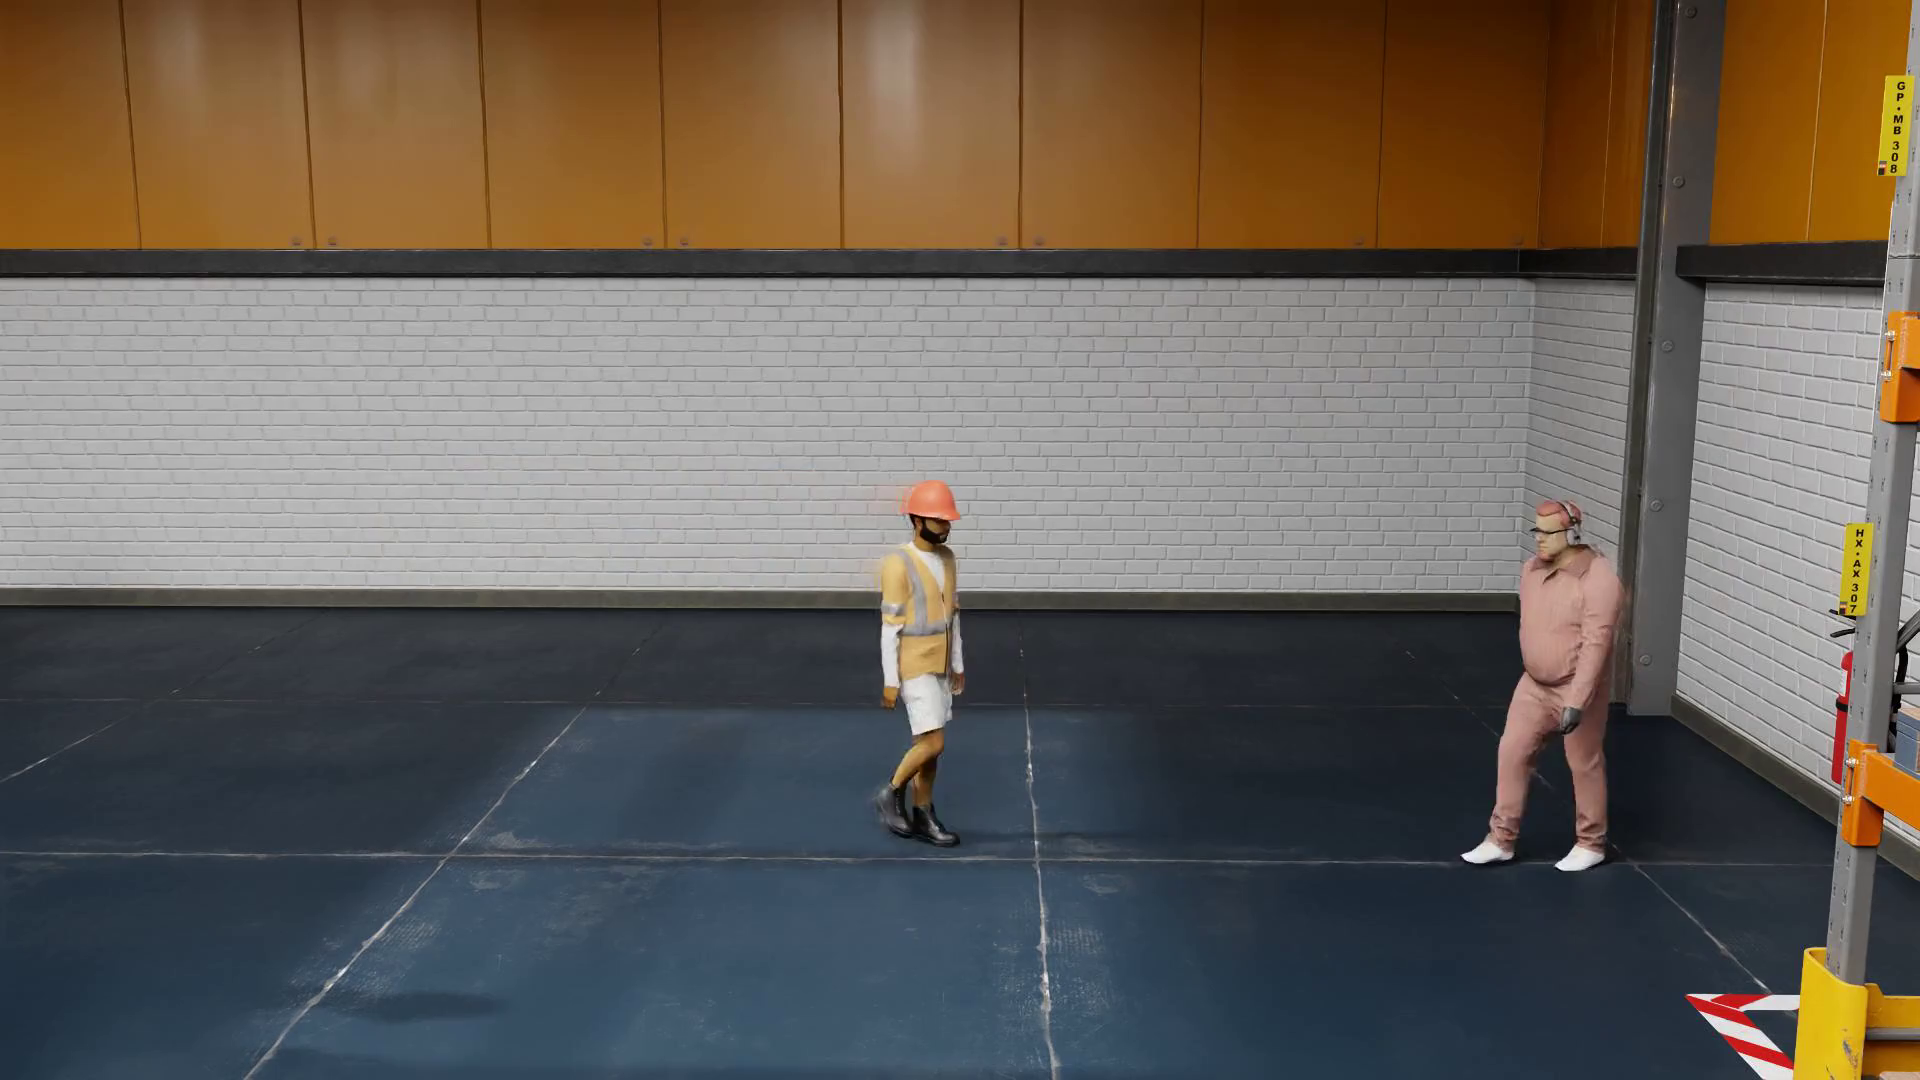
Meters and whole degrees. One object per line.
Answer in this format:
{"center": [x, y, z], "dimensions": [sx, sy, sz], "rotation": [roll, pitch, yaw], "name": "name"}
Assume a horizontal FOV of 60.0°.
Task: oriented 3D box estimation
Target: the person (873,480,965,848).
{"center": [-0.169, 0.645, 8.555], "dimensions": [0.412, 1.923, 0.569], "rotation": [6, 11, 31], "name": "person"}

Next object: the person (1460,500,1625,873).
{"center": [2.865, 0.740, 8.147], "dimensions": [0.856, 1.872, 0.650], "rotation": [-5, 11, -26], "name": "person"}
